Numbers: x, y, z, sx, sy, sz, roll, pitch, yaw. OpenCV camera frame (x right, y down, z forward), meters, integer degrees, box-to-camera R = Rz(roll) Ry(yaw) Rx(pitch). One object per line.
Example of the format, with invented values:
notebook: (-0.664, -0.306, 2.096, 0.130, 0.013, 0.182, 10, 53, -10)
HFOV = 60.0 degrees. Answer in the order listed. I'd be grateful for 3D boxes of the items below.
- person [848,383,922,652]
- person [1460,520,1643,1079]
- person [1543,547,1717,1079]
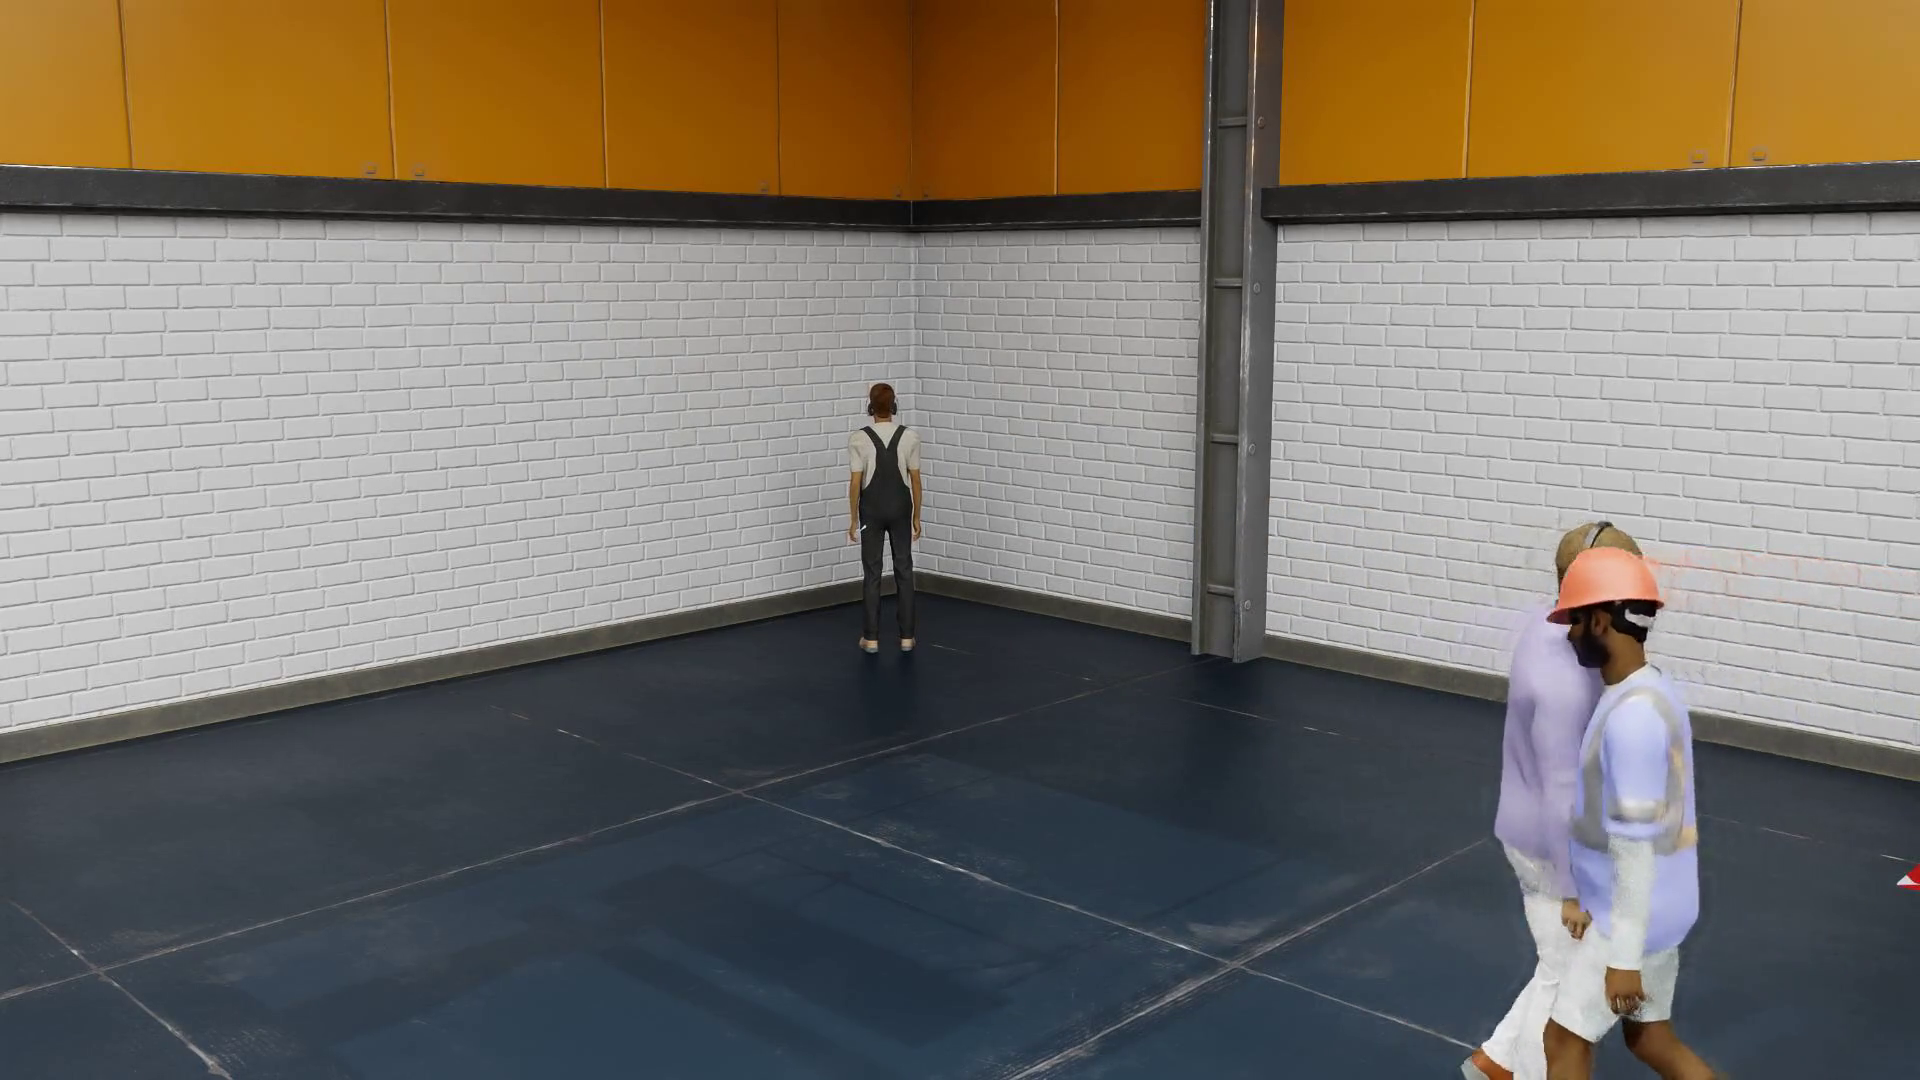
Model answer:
person: (-0.511, -0.147, 11.331, 0.506, 1.841, 0.346, -2, 9, -10)
person: (1.765, 0.881, 4.799, 0.432, 1.909, 0.672, 3, 10, 19)
person: (1.822, 0.969, 4.376, 0.868, 1.884, 0.611, 4, 10, 23)
